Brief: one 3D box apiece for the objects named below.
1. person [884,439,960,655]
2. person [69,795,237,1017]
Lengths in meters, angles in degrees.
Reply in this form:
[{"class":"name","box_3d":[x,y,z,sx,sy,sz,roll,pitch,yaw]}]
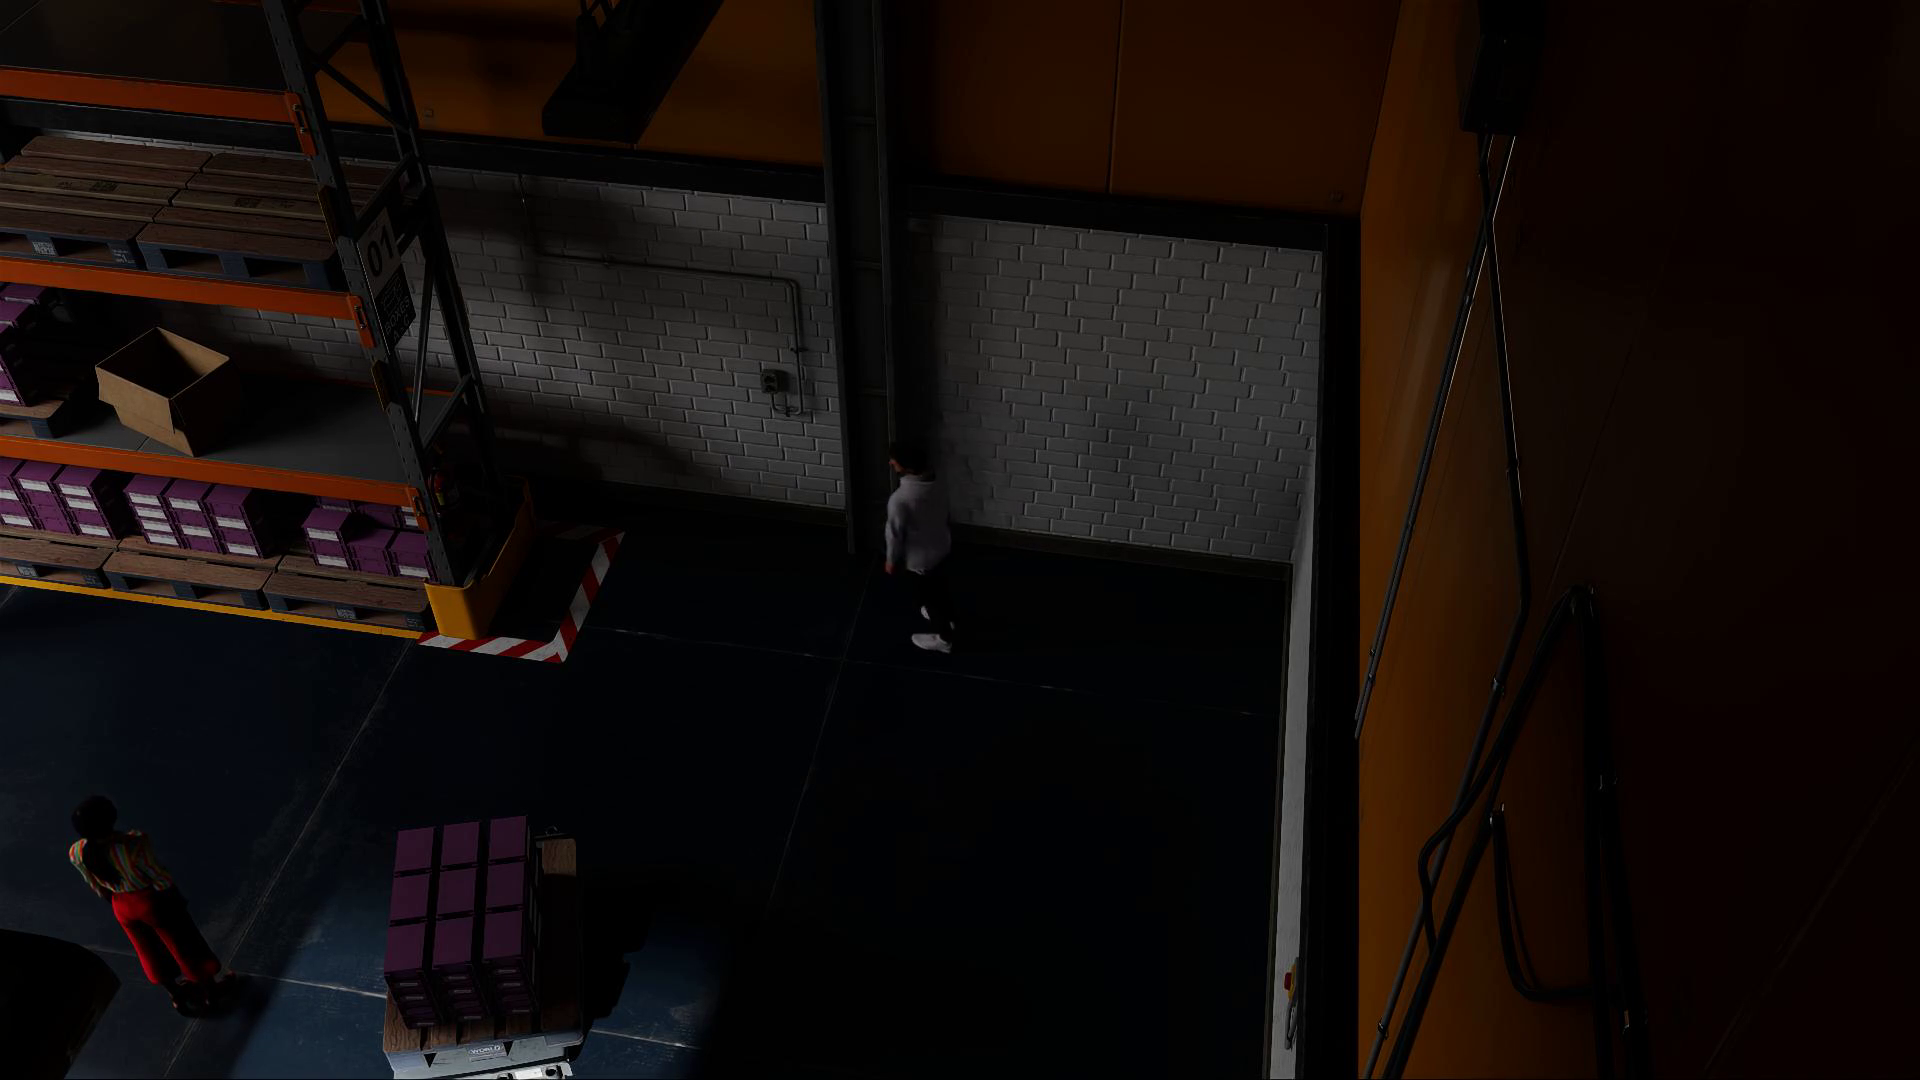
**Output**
[{"class":"person","box_3d":[-0.174,0.046,10.856,0.757,1.900,0.813,33,53,30]},{"class":"person","box_3d":[-4.353,1.975,8.910,0.519,1.792,0.701,0,44,0]}]
